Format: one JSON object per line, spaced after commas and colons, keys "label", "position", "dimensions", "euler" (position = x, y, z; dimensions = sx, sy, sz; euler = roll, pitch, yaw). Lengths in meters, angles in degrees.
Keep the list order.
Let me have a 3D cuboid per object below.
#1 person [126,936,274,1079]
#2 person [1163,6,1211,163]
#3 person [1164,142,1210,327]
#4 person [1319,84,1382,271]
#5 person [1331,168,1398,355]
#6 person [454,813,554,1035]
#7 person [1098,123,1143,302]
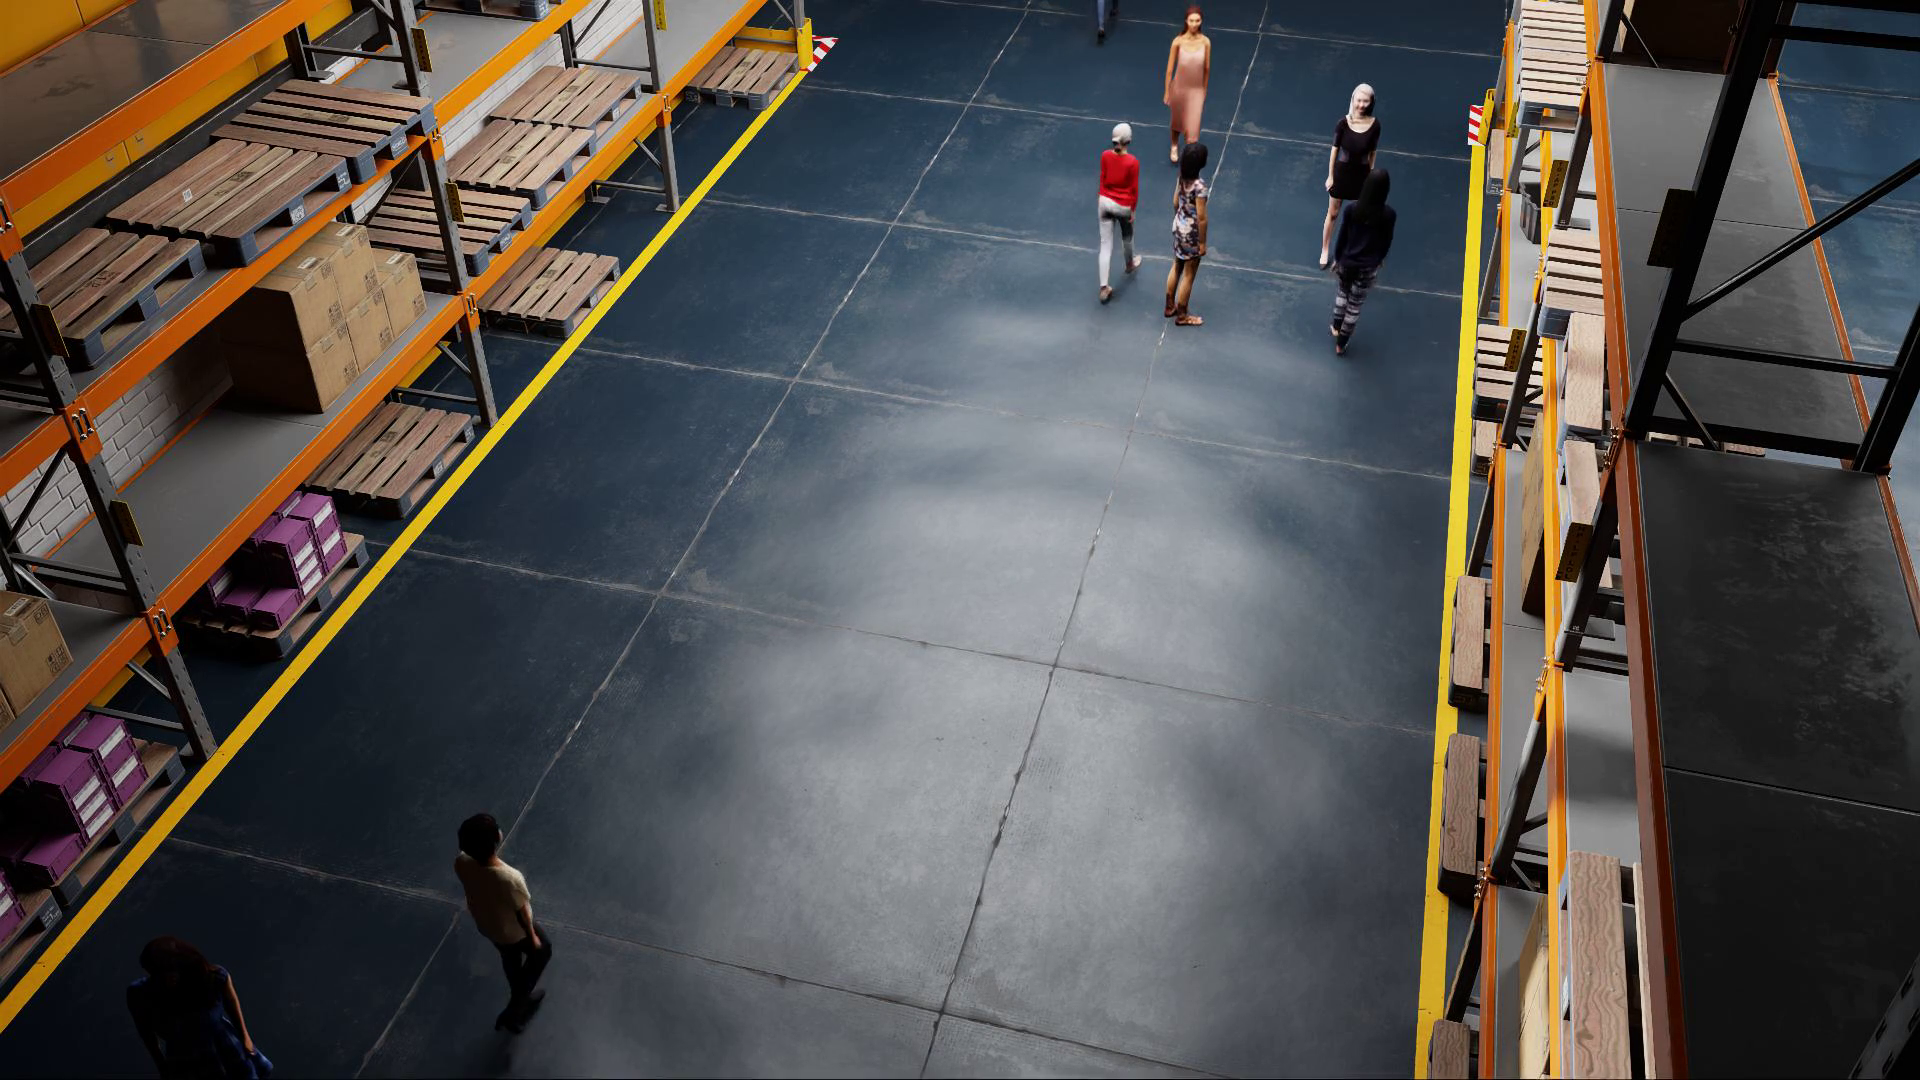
{"label": "person", "position": [-3.701, 2.569, 8.195], "dimensions": [0.752, 1.808, 0.784], "euler": [-15, 41, -18]}
{"label": "person", "position": [2.339, -4.661, 17.271], "dimensions": [0.811, 1.779, 1.183], "euler": [1, 39, 1]}
{"label": "person", "position": [2.043, -2.745, 14.910], "dimensions": [0.728, 1.732, 0.641], "euler": [-15, 41, -18]}
{"label": "person", "position": [3.676, -3.408, 15.662], "dimensions": [0.628, 1.830, 0.561], "euler": [2, 39, 2]}
{"label": "person", "position": [3.464, -2.375, 14.461], "dimensions": [0.645, 1.714, 0.718], "euler": [11, 40, 13]}
{"label": "person", "position": [-2.478, 2.117, 8.947], "dimensions": [0.668, 1.576, 0.734], "euler": [18, 42, 21]}
{"label": "person", "position": [1.401, -2.977, 15.260], "dimensions": [0.692, 1.658, 1.070], "euler": [16, 41, 19]}
